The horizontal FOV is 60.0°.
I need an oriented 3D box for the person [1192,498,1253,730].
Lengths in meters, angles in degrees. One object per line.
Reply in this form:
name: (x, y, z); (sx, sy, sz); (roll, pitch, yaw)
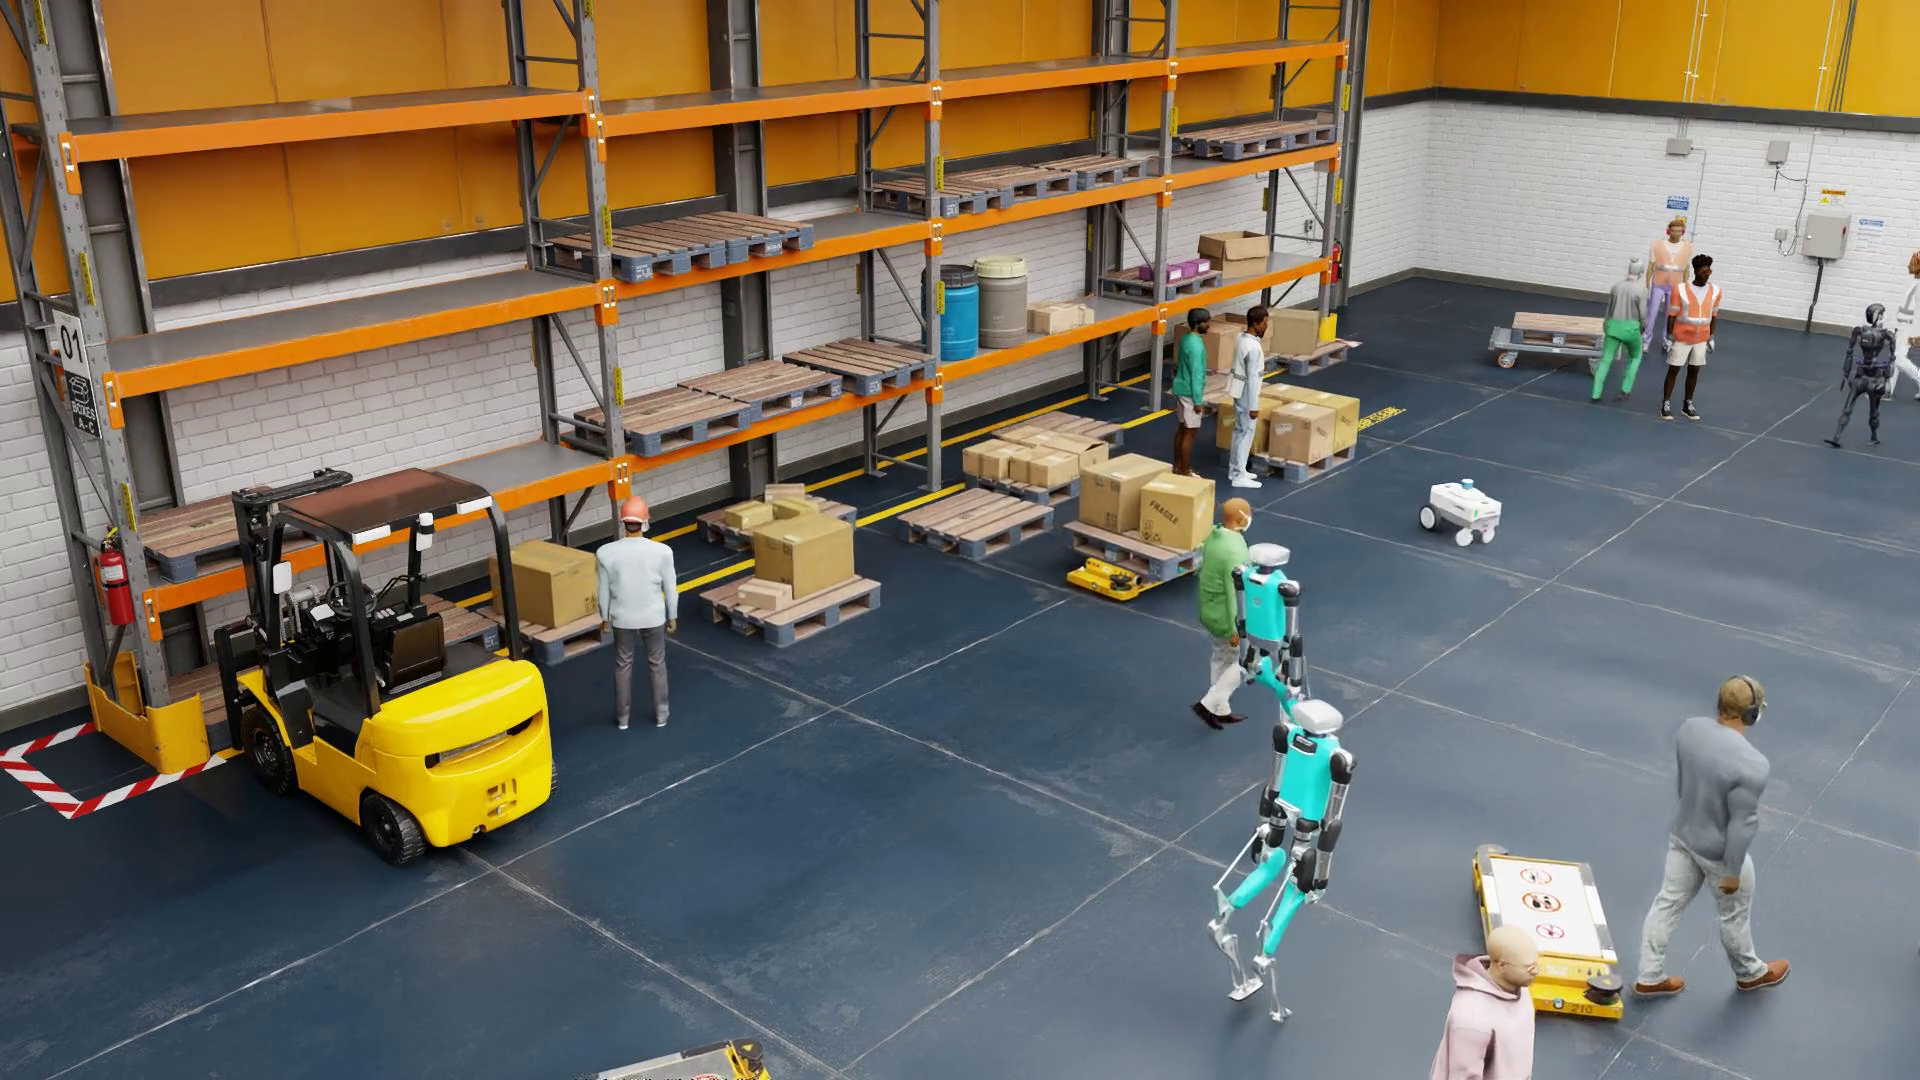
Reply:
person: (1.925, 0.539, 11.930); (0.439, 1.764, 0.563); (-6, 21, -16)

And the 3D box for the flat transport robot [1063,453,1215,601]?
flat transport robot: (1.689, 0.203, 15.002); (1.431, 0.231, 0.659); (-18, 27, -40)

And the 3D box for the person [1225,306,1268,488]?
person: (2.964, -1.481, 17.204); (0.400, 1.909, 0.598); (-1, 20, -4)

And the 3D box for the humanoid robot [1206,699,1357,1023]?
humanoid robot: (1.603, 1.741, 8.731); (0.840, 1.757, 0.542); (-13, 24, -31)

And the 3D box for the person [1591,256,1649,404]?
person: (8.113, -2.565, 20.288); (0.754, 1.802, 0.523); (-18, 27, -39)

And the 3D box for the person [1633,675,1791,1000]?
person: (4.099, 1.593, 8.880); (0.885, 1.897, 0.641); (-6, 21, -16)

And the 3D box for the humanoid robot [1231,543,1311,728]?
humanoid robot: (2.190, 0.839, 11.192); (0.742, 1.809, 0.557); (-16, 26, -37)

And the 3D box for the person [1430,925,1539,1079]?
person: (2.158, 2.367, 6.968); (0.408, 1.775, 0.526); (17, 26, 38)

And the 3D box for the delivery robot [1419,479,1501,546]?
delivery robot: (4.811, -0.290, 15.938); (0.507, 0.604, 0.775); (-9, 22, -22)

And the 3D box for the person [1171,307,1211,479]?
person: (2.395, -1.509, 17.363); (0.388, 1.847, 0.497); (-2, 20, -6)

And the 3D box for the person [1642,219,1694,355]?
person: (9.604, -3.444, 22.615); (0.563, 1.839, 0.380); (3, 21, 9)

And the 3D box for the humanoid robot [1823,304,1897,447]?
humanoid robot: (10.079, -1.806, 18.473); (0.752, 1.626, 0.610); (-11, 23, -27)

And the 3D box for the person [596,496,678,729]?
person: (-2.316, 0.524, 12.006); (0.574, 1.737, 0.351); (-3, 20, -7)

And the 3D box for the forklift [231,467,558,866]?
forklift: (-3.730, 0.710, 10.856); (2.313, 2.155, 1.214); (17, 26, 38)

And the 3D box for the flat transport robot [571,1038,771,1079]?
flat transport robot: (-1.561, 2.806, 7.949); (1.431, 0.231, 0.659); (-9, 22, -22)

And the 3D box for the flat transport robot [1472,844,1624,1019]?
flat transport robot: (3.344, 2.218, 9.542); (0.659, 0.231, 1.431); (4, 21, 11)

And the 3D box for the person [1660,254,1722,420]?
person: (8.596, -2.386, 19.568); (0.609, 1.965, 0.364); (-1, 20, -2)

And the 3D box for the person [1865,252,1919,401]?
person: (11.559, -2.575, 20.213); (0.650, 1.868, 0.597); (8, 22, 20)
